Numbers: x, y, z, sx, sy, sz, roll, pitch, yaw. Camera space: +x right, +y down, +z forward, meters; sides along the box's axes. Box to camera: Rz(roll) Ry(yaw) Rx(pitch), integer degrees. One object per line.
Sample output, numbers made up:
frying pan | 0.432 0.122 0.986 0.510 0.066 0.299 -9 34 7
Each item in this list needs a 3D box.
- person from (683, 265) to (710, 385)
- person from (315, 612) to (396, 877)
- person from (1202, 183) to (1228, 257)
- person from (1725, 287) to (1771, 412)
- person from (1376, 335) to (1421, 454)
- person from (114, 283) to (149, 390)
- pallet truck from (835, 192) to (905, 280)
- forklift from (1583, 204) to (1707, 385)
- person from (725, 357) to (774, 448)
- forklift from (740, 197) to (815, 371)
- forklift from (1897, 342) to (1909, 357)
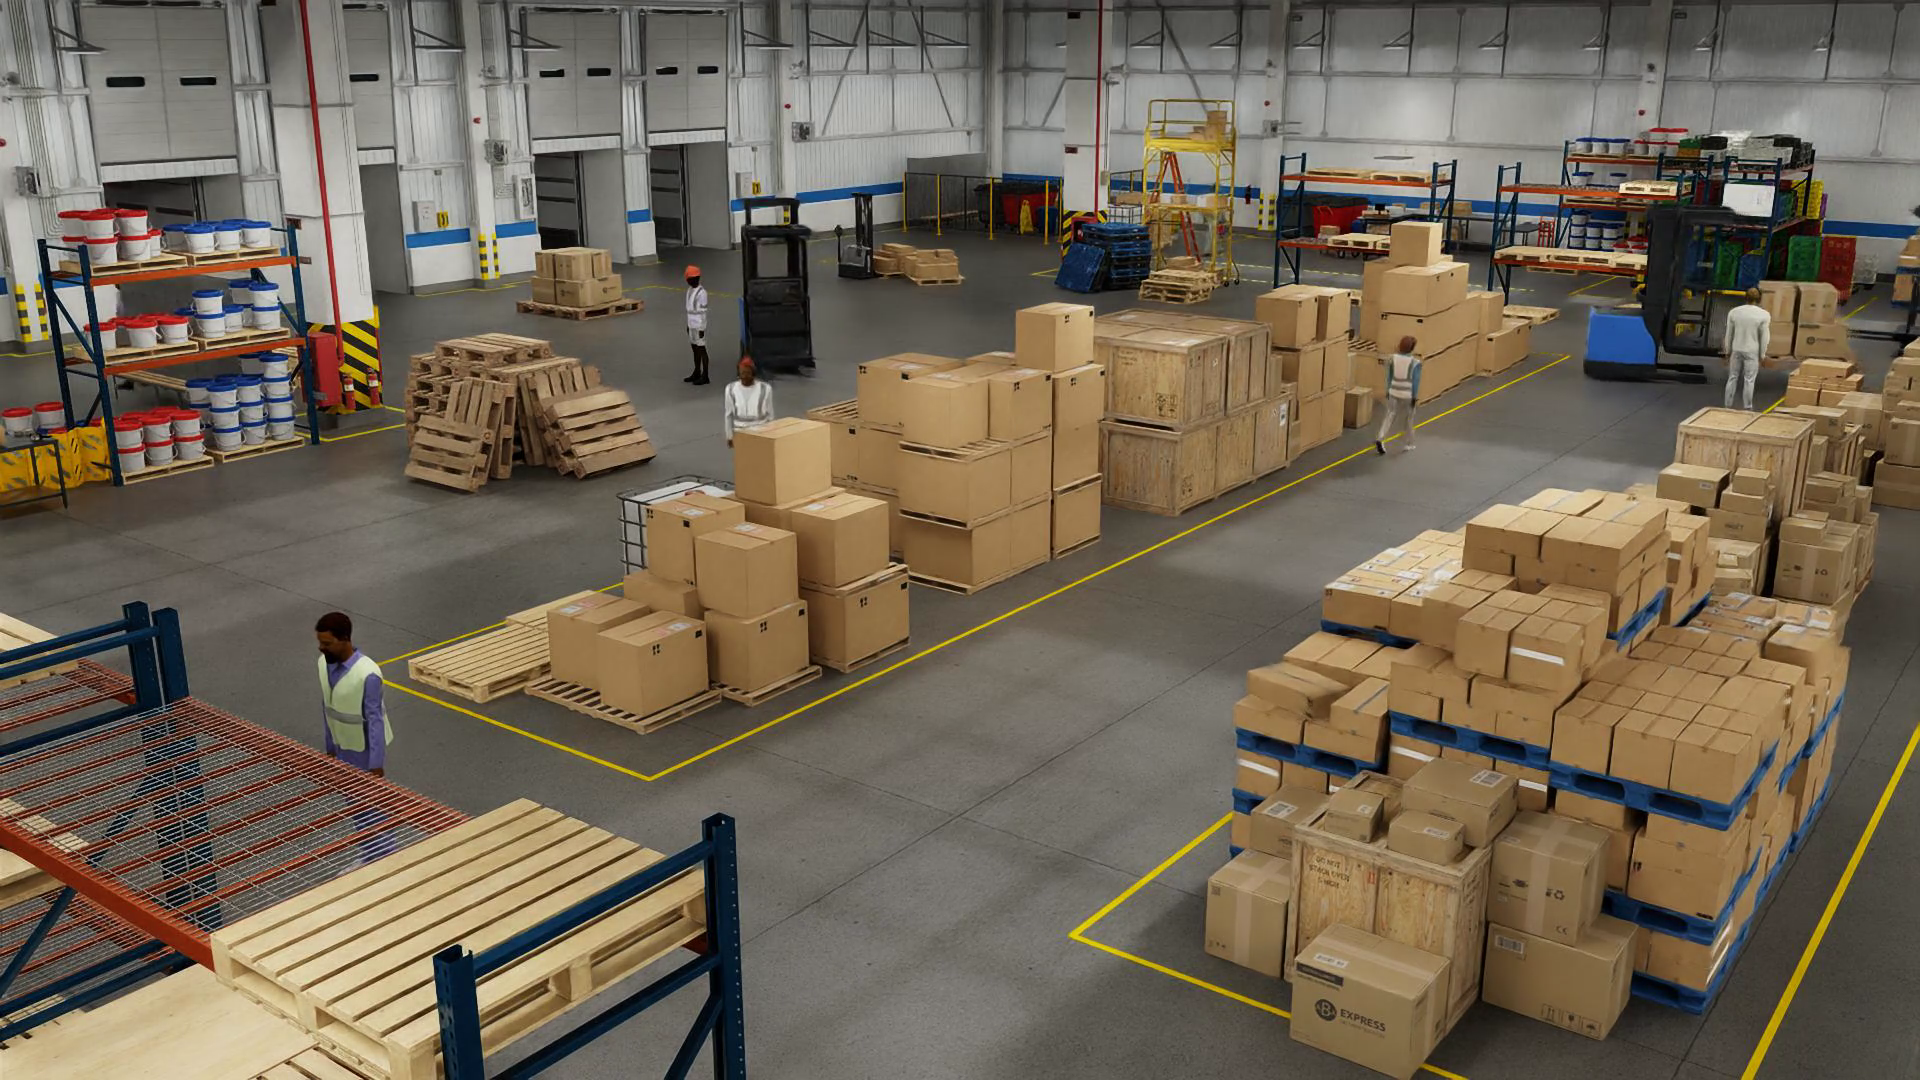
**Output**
person | -4.275 -3.484 26.911 0.349 1.942 0.545 -12 21 -35
person | -3.962 1.365 10.919 0.596 1.907 0.412 13 21 36
person | 6.631 -8.223 42.671 0.966 1.894 0.663 -7 18 -22
person | 11.587 -2.761 24.520 0.372 1.940 0.627 -15 22 -40
person | 5.919 -1.954 22.416 0.521 1.615 0.756 16 23 42
person | -13.313 -3.353 26.523 0.561 1.903 0.855 14 22 39
pallet truck | -1.936 -7.159 38.982 1.885 1.965 0.823 -12 21 -34
forklift | 11.350 -4.063 27.226 1.873 2.768 1.129 6 18 19
person | -2.472 -1.274 19.737 0.587 1.867 0.698 2 17 6
forklift | -3.194 -4.439 28.473 1.129 2.768 1.873 -4 17 -12
forklift | 17.499 -4.498 28.670 1.873 2.768 1.129 11 20 32
